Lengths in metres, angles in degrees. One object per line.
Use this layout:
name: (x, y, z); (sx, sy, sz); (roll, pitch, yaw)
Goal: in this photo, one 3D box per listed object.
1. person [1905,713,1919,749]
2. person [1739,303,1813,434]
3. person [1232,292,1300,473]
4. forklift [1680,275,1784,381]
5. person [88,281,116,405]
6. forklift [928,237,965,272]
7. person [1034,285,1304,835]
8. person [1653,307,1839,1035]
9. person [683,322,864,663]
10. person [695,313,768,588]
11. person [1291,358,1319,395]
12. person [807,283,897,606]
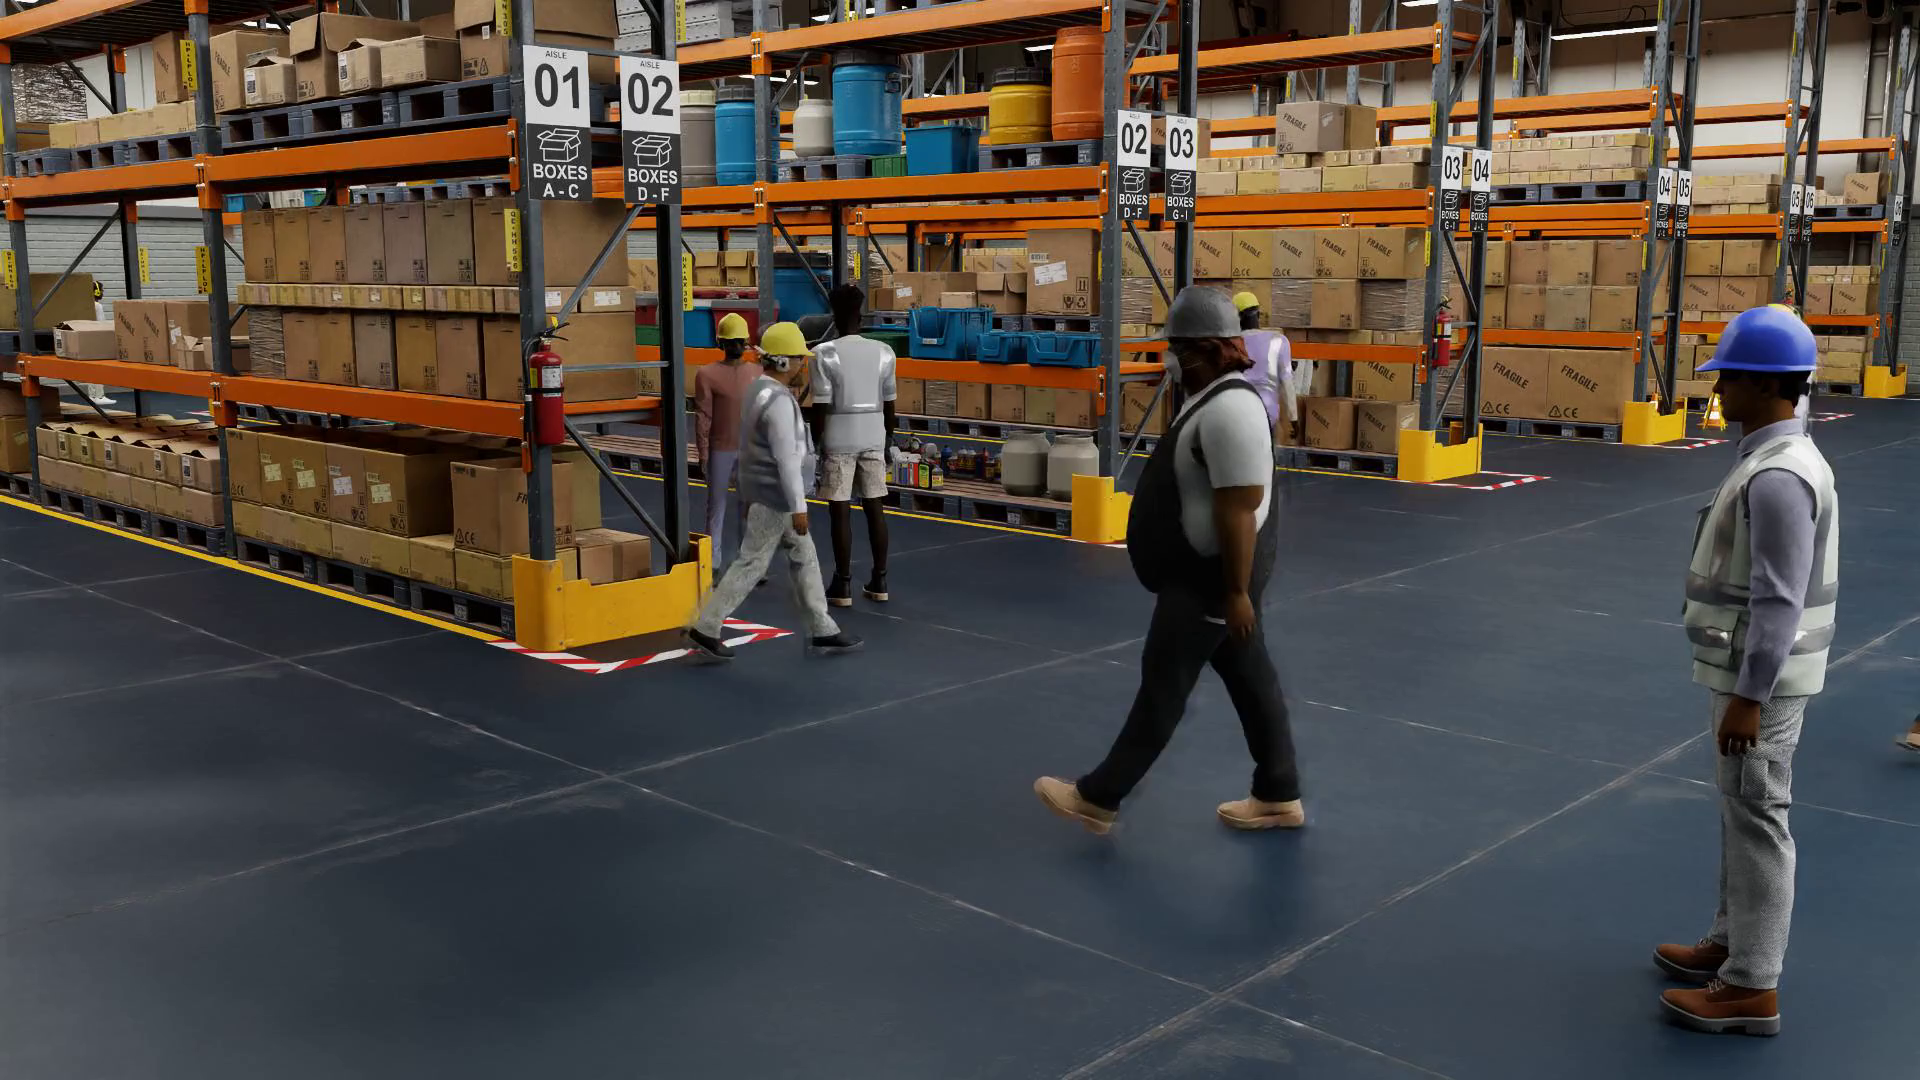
person: (4.427, -0.021, 6.808); (1.003, 1.951, 0.626); (-1, 9, -7)
person: (5.449, -0.667, 11.143); (0.430, 1.820, 0.593); (-1, 9, -4)
person: (2.318, -0.989, 12.985); (0.670, 1.861, 0.896); (2, 9, 11)
forklift: (12.480, -3.427, 27.053); (1.214, 2.155, 2.313); (9, 13, 43)
person: (-13.156, -3.006, 25.366); (0.510, 1.862, 0.320); (7, 12, 37)
forklift: (-0.326, -5.817, 39.609); (1.129, 2.768, 1.873); (9, 13, 43)
person: (0.807, 0.083, 6.004); (1.013, 2.000, 0.705); (1, 9, 9)
person: (2.150, 0.349, 4.527); (0.391, 1.948, 0.605); (4, 10, 21)
person: (-1.016, -0.249, 8.725); (0.951, 1.786, 0.607); (-2, 10, -13)
person: (-1.456, -0.581, 10.787); (0.533, 1.767, 0.324); (-6, 11, -32)
person: (4.350, -2.312, 21.043); (0.355, 1.883, 0.574); (8, 12, 41)
person: (-0.669, -0.588, 10.214); (0.612, 1.962, 0.364); (-6, 11, -32)
